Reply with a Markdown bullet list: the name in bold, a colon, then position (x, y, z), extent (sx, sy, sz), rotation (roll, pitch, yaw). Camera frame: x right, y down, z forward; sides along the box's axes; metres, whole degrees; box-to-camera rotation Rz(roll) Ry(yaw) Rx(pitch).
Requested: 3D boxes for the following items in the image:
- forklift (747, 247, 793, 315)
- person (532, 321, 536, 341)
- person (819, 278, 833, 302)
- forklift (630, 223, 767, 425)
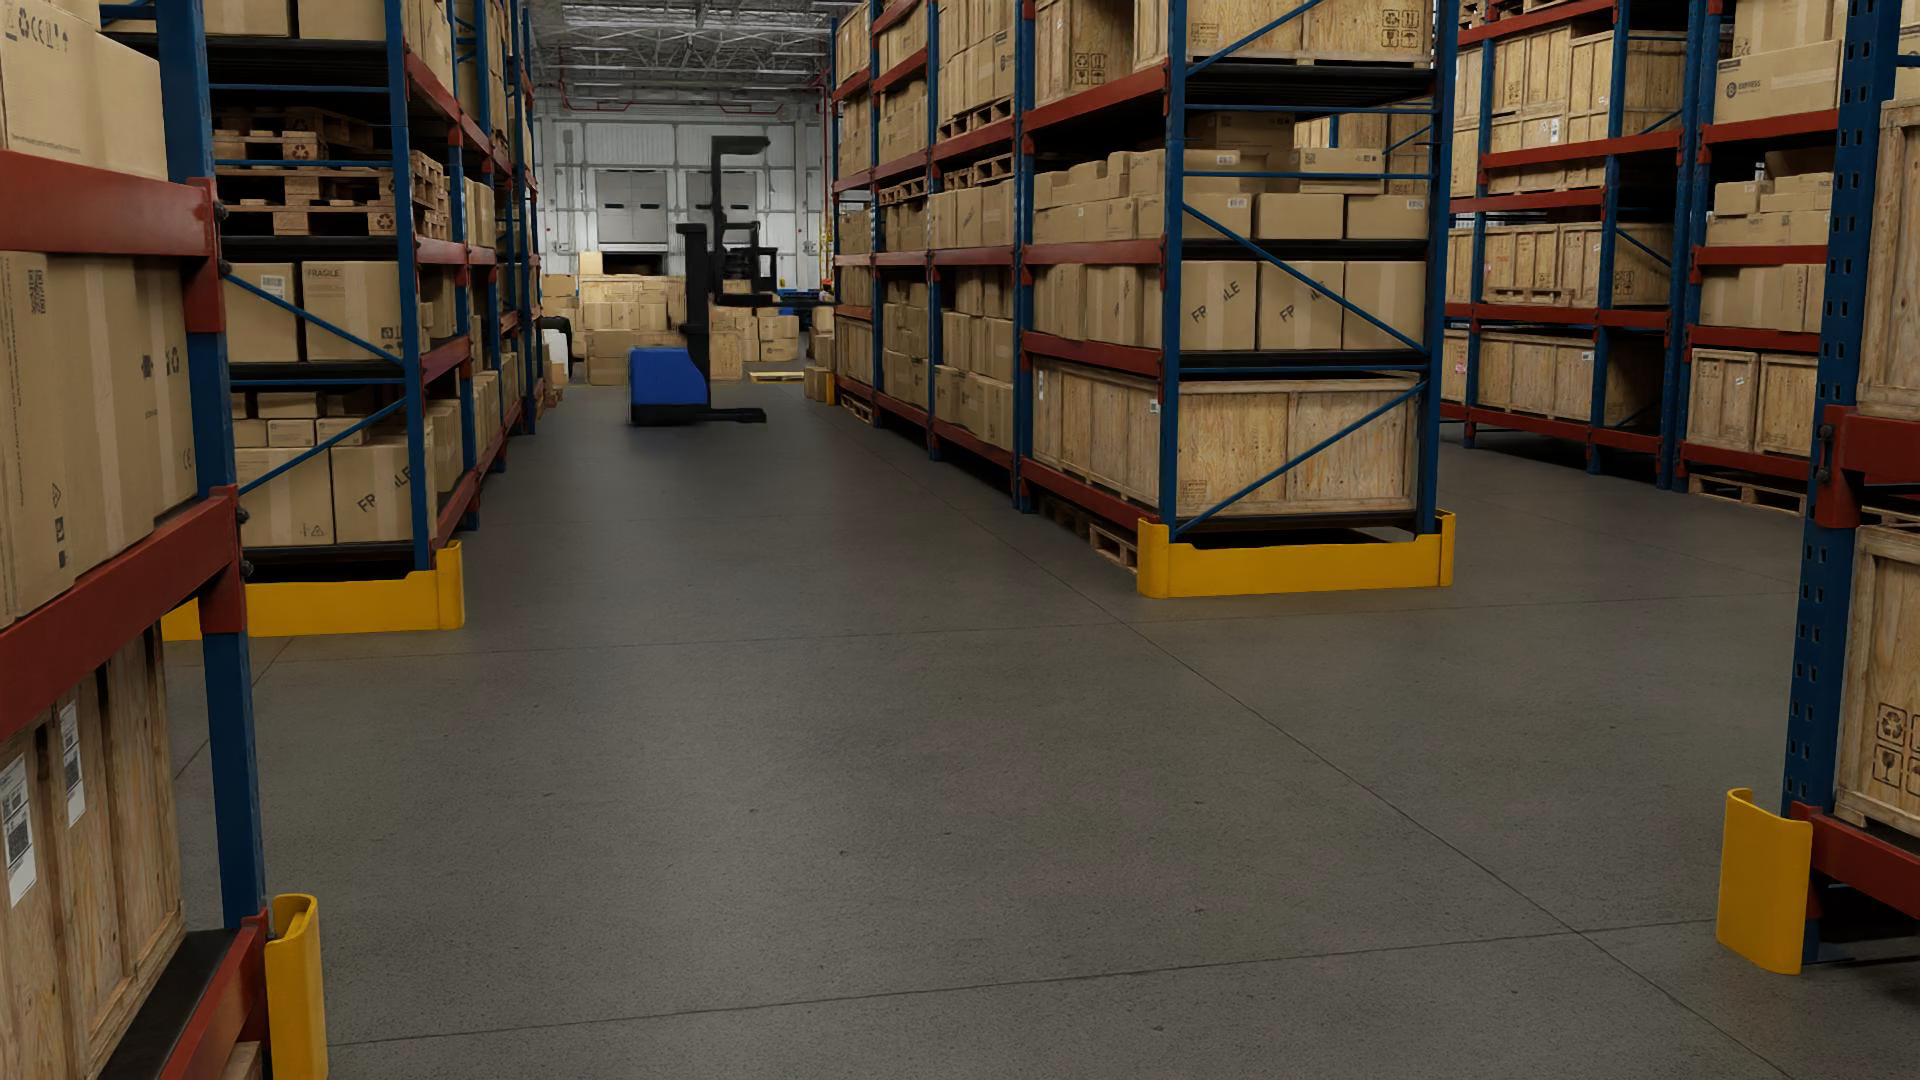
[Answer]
- **forklift**: position (-6.009, -7.555, 50.877), extent (1.129, 2.768, 1.873), rotation (-7, 12, -38)
- **person**: position (-7.475, -3.300, 28.748), extent (0.559, 1.618, 0.551), rotation (3, 10, 16)
- **person**: position (-3.537, -5.976, 44.116), extent (0.376, 1.936, 0.549), rotation (2, 10, 12)
- **forklift**: position (-3.736, -3.070, 23.534), extent (1.873, 2.768, 1.129), rotation (-2, 9, -10)
